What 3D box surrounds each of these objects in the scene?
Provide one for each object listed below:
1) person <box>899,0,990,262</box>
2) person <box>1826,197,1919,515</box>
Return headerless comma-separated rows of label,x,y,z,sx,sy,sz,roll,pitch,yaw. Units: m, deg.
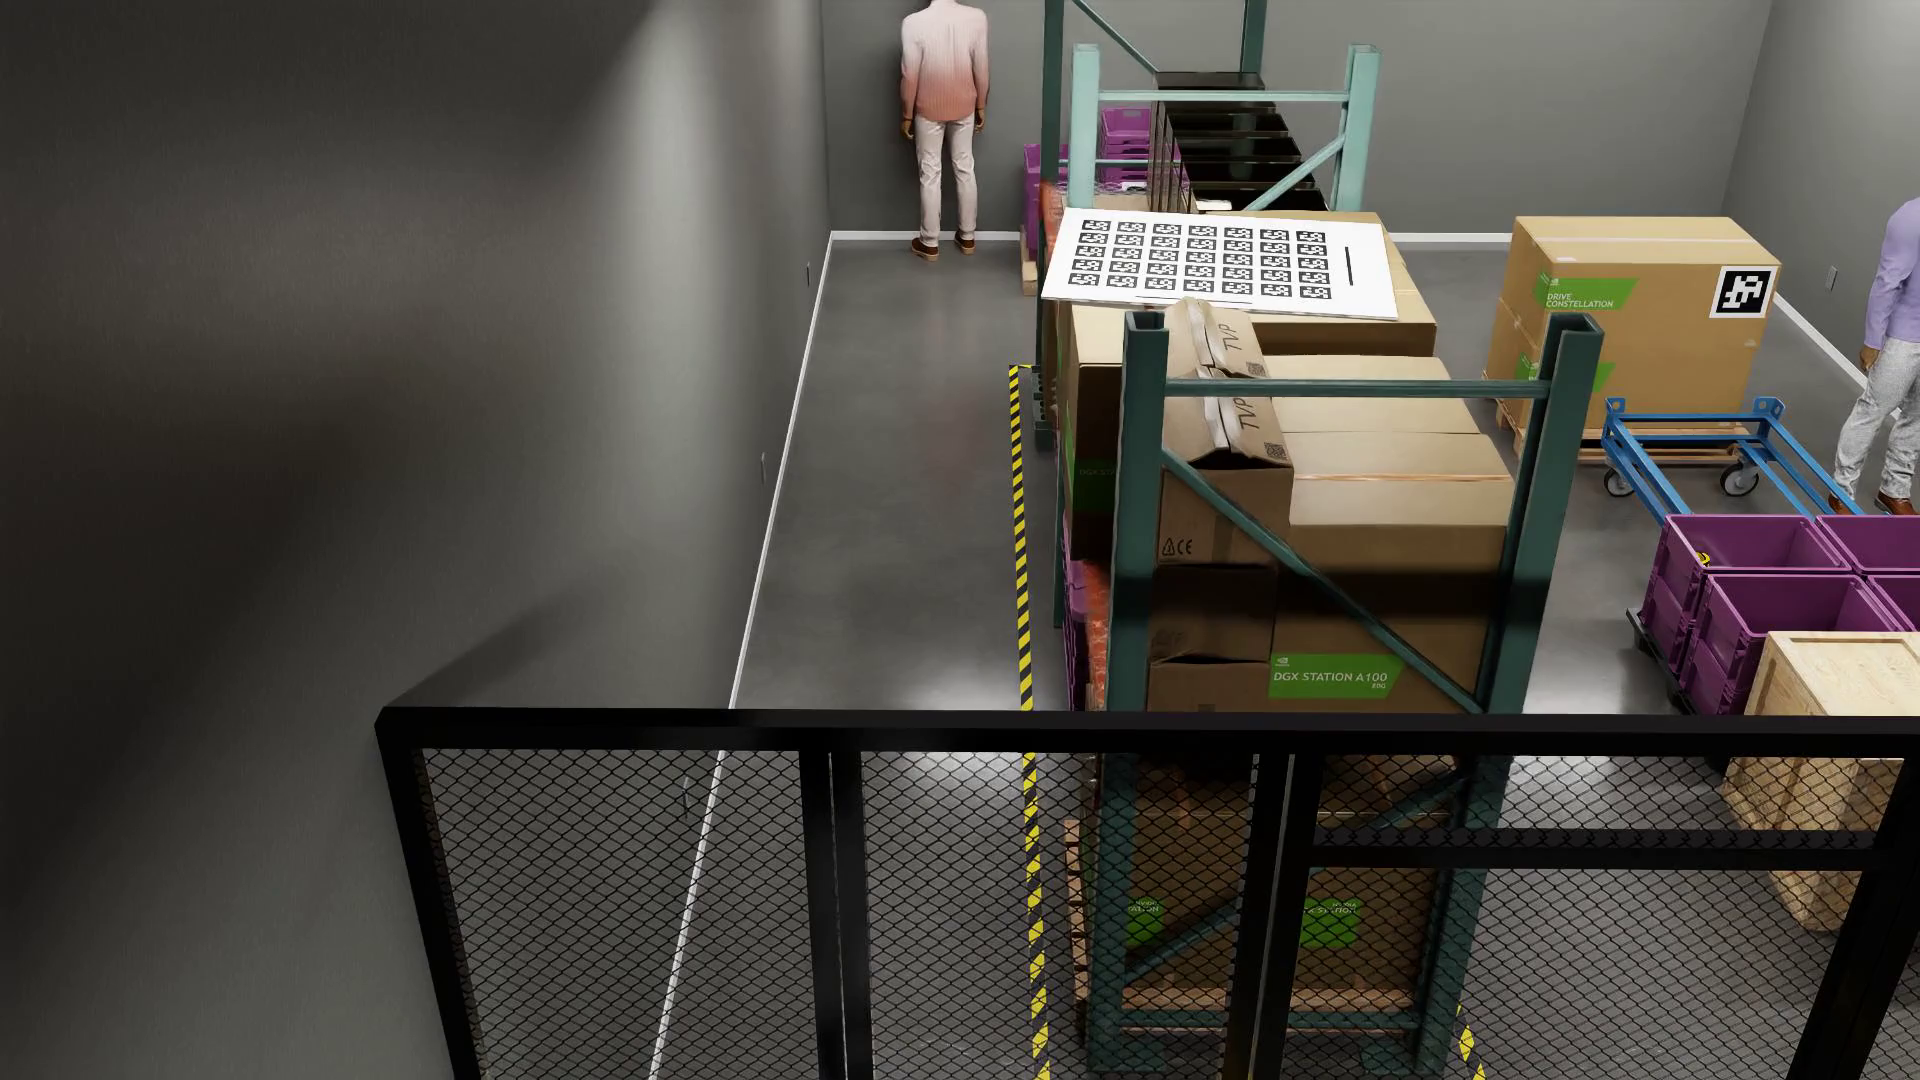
person,-0.109,-2.818,10.841,0.623,1.993,0.385,-13,33,-20
person,4.528,-0.945,7.785,0.631,1.940,0.372,-1,31,-2
